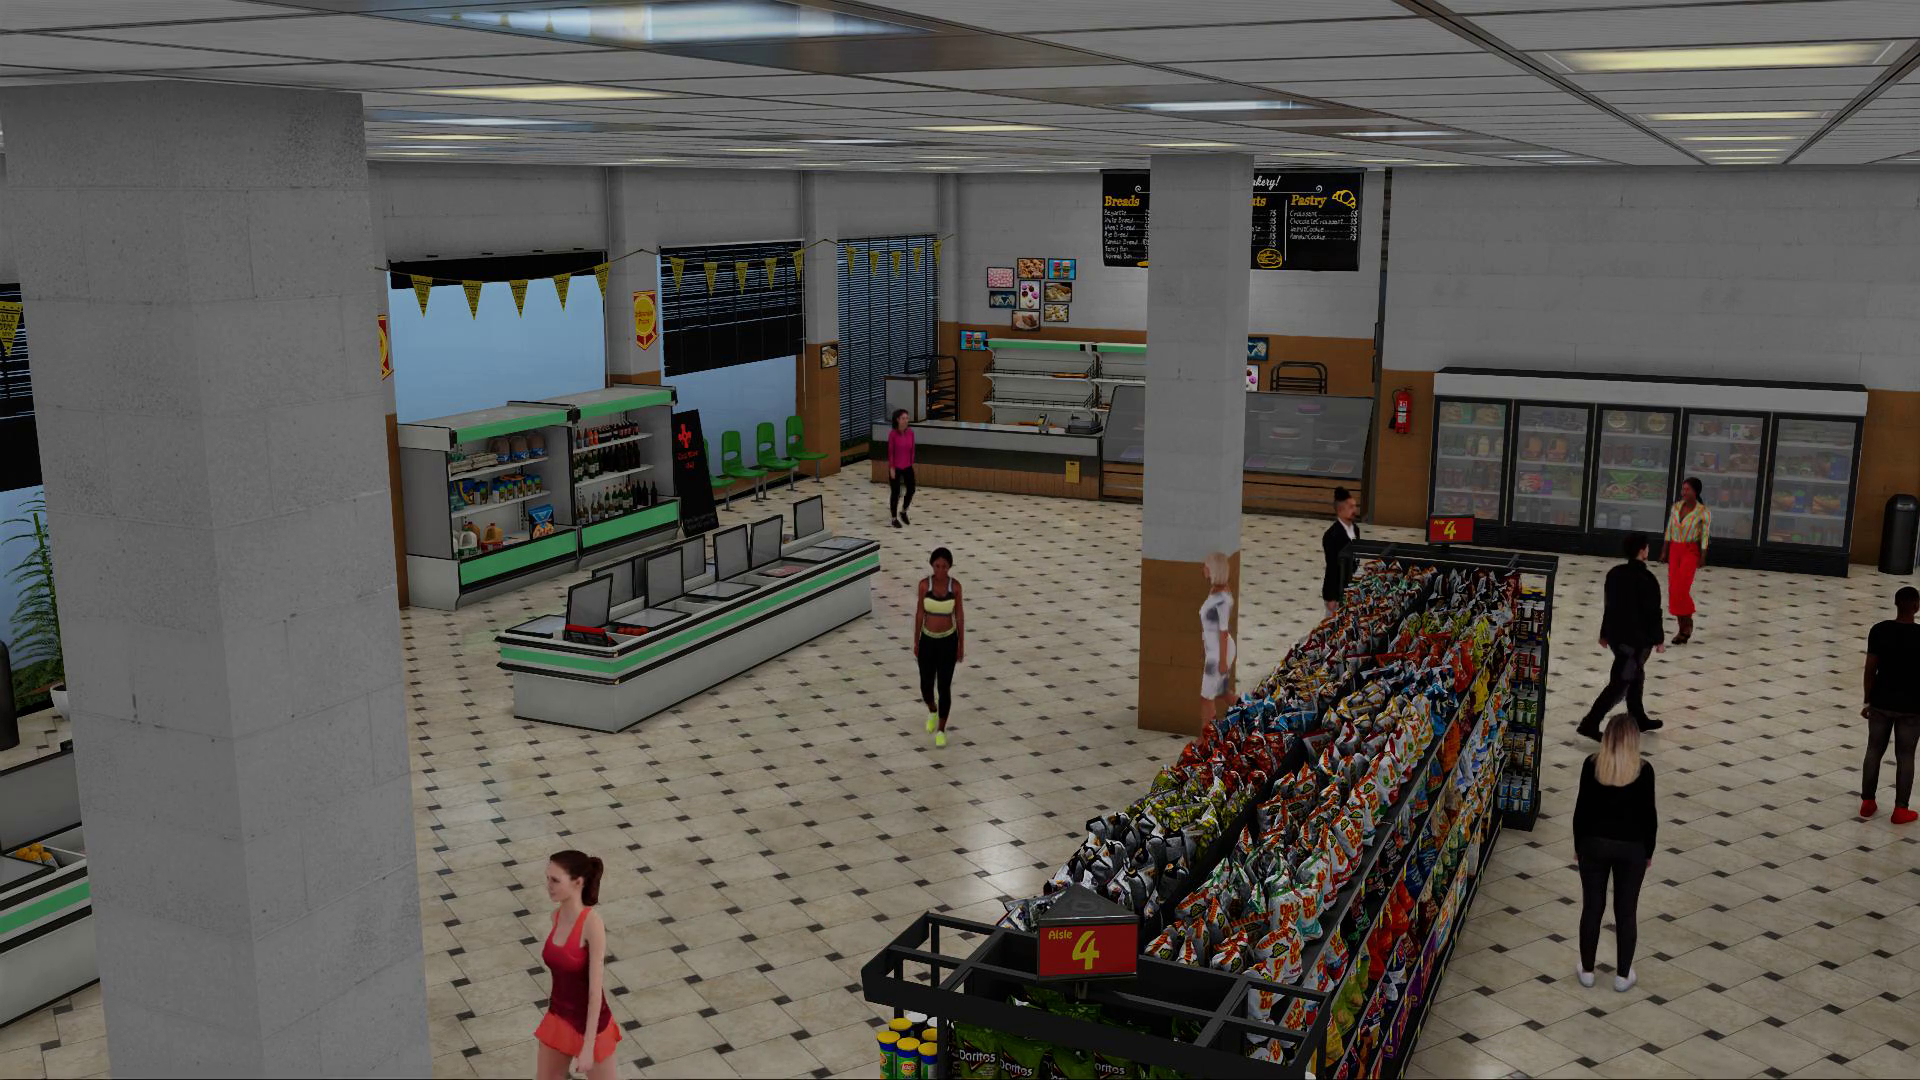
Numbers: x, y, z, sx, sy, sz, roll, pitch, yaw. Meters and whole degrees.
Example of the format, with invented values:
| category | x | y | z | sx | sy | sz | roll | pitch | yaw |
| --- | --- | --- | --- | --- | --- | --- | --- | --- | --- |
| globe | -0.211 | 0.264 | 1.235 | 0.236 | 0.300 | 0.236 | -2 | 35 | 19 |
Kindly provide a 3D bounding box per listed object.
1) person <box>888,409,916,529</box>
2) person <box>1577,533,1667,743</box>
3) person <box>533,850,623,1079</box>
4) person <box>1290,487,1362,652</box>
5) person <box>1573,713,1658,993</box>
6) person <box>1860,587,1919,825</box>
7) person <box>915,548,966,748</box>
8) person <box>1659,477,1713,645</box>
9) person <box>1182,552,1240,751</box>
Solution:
| category | x | y | z | sx | sy | sz | roll | pitch | yaw |
| --- | --- | --- | --- | --- | --- | --- | --- | --- | --- |
| person | -0.885 | -1.011 | 23.457 | 0.719 | 1.686 | 0.787 | -6 | 13 | -25 |
| person | 5.648 | 0.876 | 14.223 | 1.236 | 1.799 | 1.221 | -3 | 12 | -16 |
| person | -1.699 | 2.273 | 7.777 | 0.707 | 1.719 | 1.143 | 9 | 15 | 35 |
| person | 3.562 | 0.449 | 15.922 | 0.998 | 1.932 | 1.113 | 11 | 16 | 41 |
| person | 3.873 | 1.848 | 9.881 | 0.606 | 1.685 | 0.516 | 5 | 13 | 24 |
| person | 7.052 | 1.230 | 12.522 | 0.704 | 1.805 | 0.649 | 11 | 16 | 43 |
| person | -0.180 | 0.895 | 14.275 | 0.719 | 1.739 | 0.804 | 0 | 12 | 2 |
| person | 7.604 | 0.222 | 17.365 | 0.805 | 1.783 | 0.737 | -8 | 14 | -33 |
| person | 2.253 | 0.958 | 13.996 | 0.931 | 1.730 | 1.015 | -1 | 12 | -5 |
